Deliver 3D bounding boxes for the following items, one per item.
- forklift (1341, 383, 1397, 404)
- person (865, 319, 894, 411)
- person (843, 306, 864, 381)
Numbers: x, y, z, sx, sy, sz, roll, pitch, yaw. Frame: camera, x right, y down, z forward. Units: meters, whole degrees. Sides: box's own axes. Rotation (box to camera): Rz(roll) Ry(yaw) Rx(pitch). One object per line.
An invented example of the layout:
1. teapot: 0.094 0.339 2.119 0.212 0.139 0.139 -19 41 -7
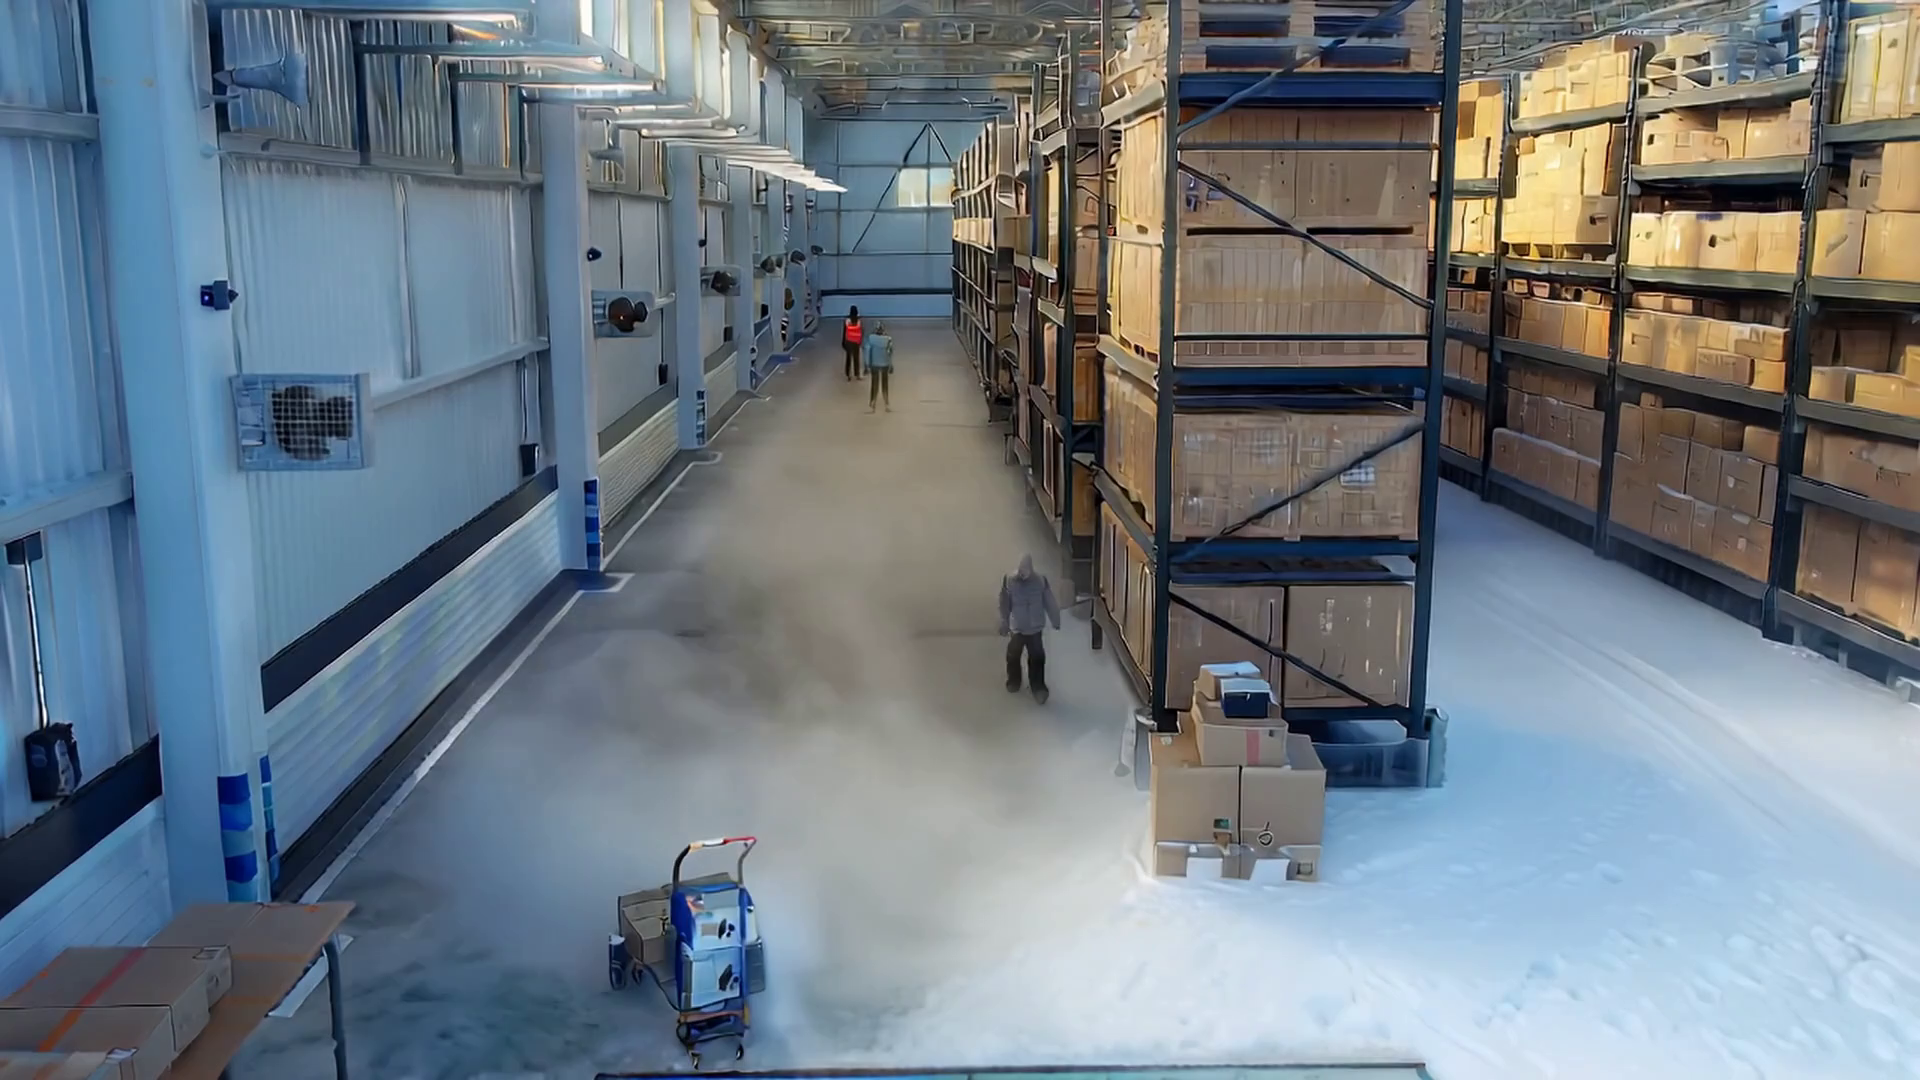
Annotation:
1. forklift: 5.393 -1.629 22.323 1.129 2.768 1.873 0 11 -2
2. person: -1.717 -3.748 35.686 0.614 1.988 0.405 -3 11 -14
3. person: -2.735 -5.029 42.558 0.589 1.911 0.387 -8 13 -35
